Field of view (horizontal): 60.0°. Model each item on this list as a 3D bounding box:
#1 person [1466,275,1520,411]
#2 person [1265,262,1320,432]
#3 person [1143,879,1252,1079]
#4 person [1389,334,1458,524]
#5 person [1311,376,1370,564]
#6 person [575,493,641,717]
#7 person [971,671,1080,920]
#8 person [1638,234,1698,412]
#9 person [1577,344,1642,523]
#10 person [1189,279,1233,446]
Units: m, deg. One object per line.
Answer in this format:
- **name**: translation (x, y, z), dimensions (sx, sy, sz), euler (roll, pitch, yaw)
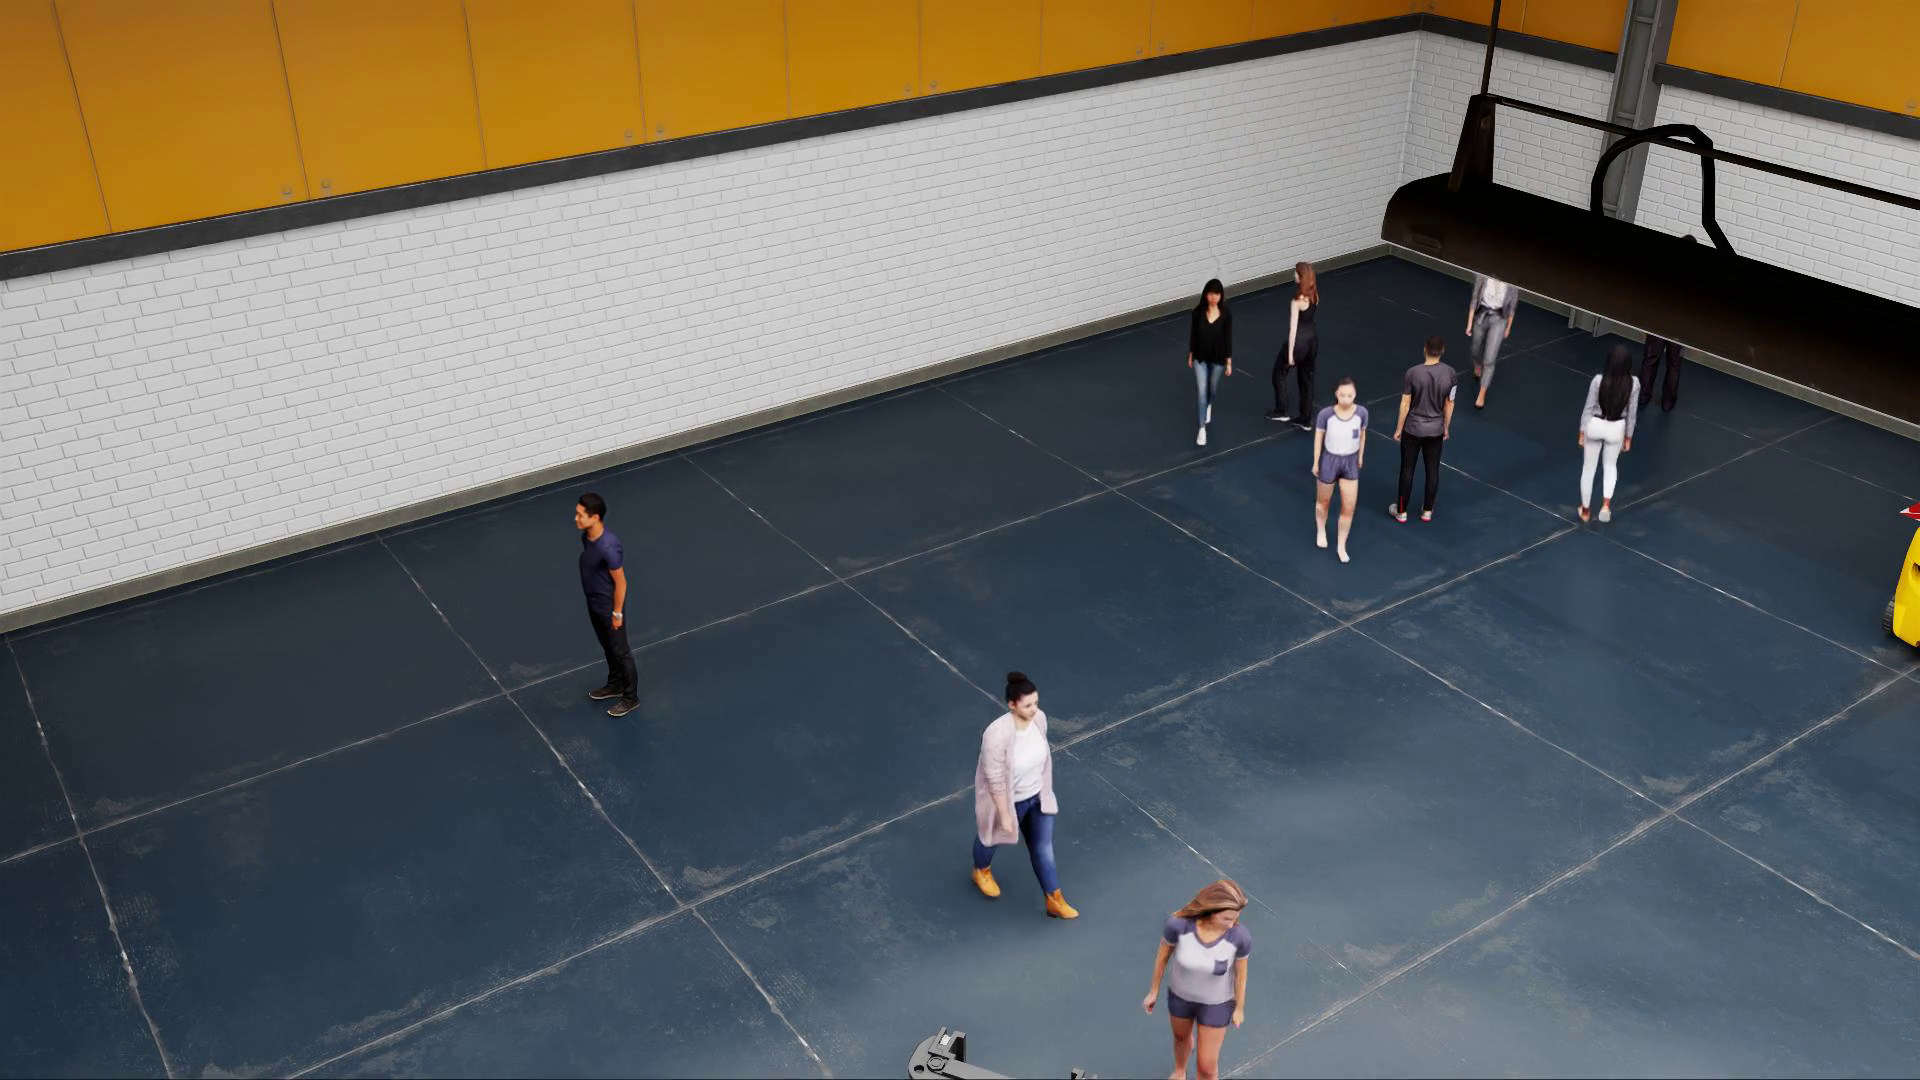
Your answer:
- **person**: translation (5.477, -2.231, 17.216), dimensions (1.072, 1.652, 1.001), euler (12, 31, 21)
- **person**: translation (3.462, -1.892, 16.522), dimensions (0.619, 1.721, 0.733), euler (-20, 34, -32)
- **person**: translation (1.259, 2.368, 8.741), dimensions (0.838, 1.693, 0.893), euler (17, 33, 29)
- **person**: translation (4.125, -0.988, 14.821), dimensions (0.719, 1.763, 0.730), euler (0, 29, 0)
- **person**: translation (3.246, -0.667, 14.372), dimensions (0.828, 1.629, 0.906), euler (1, 29, 2)
- **person**: translation (-2.575, 0.452, 12.152), dimensions (0.713, 1.791, 0.449), euler (-20, 34, -32)
- **person**: translation (0.264, 1.538, 10.255), dimensions (0.697, 1.701, 1.044), euler (-20, 34, -32)
- **person**: translation (7.255, -2.217, 16.986), dimensions (0.706, 1.848, 0.805), euler (10, 30, 18)
- **person**: translation (5.706, -0.891, 14.695), dimensions (0.856, 1.714, 0.915), euler (5, 29, 10)
- **person**: translation (2.482, -1.825, 16.510), dimensions (1.025, 1.615, 1.113), euler (3, 29, 6)
